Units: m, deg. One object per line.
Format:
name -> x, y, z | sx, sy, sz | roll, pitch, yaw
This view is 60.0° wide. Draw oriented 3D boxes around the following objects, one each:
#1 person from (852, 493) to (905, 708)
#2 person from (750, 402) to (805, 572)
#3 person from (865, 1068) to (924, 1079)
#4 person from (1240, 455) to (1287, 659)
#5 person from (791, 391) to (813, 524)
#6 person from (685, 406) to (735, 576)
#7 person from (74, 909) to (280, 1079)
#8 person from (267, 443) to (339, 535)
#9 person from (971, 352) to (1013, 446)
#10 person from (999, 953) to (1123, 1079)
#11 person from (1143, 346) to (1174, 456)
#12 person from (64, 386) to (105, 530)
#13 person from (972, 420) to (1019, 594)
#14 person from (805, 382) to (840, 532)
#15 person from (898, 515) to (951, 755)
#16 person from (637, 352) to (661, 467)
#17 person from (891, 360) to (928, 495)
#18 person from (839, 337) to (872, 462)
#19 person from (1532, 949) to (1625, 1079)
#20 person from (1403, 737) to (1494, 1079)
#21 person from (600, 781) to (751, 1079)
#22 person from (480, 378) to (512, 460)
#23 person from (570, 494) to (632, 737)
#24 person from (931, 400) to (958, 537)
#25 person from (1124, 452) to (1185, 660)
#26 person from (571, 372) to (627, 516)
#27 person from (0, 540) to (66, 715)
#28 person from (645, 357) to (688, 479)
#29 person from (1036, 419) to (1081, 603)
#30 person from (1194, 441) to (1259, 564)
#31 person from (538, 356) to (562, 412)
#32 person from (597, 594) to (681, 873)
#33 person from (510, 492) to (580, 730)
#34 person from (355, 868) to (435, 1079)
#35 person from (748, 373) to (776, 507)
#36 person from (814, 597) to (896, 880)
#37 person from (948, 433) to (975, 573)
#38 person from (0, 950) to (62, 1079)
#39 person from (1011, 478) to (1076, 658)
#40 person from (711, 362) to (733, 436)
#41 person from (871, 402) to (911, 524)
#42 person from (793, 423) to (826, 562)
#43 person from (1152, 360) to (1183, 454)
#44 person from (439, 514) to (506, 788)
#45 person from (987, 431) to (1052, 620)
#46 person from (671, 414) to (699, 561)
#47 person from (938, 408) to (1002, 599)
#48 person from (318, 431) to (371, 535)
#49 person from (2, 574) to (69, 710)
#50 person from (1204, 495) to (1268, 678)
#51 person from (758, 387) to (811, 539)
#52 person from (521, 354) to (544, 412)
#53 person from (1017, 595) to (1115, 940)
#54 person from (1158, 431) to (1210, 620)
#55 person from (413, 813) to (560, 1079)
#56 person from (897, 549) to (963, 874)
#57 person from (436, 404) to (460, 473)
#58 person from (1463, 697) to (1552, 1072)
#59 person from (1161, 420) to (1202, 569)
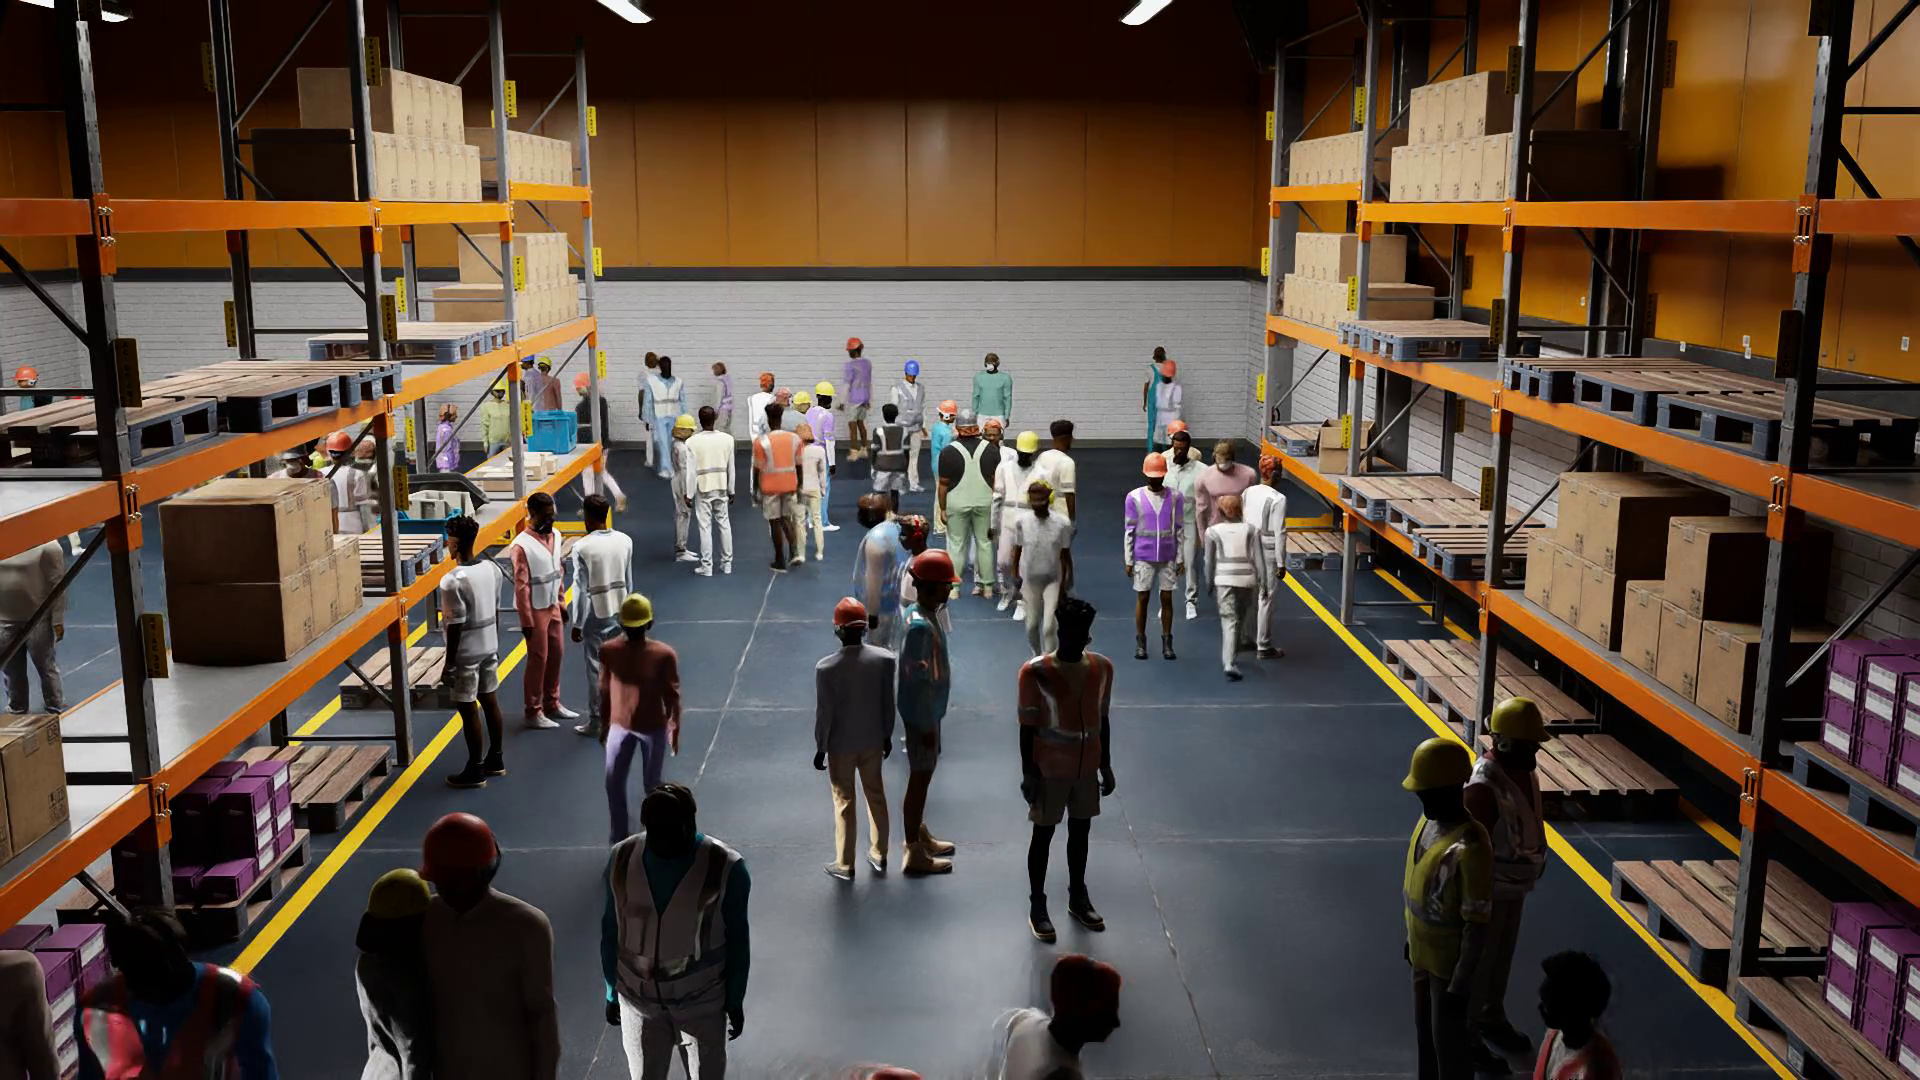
person -> -0.630, 0.513, 13.604 | 0.496, 1.824, 0.630 | 2, 11, 10
person -> -2.088, -0.597, 18.876 | 0.604, 1.941, 0.461 | -8, 14, -34
person -> -0.298, 2.305, 4.887 | 0.811, 1.721, 0.564 | 4, 12, 20
person -> 2.794, 0.151, 15.303 | 0.353, 1.877, 0.573 | -6, 13, -28
person -> -2.056, -1.081, 21.800 | 0.296, 1.744, 0.487 | -7, 13, -31
person -> -2.797, -0.550, 18.711 | 0.595, 1.912, 0.374 | -7, 13, -33
person -> -2.661, 2.081, 5.772 | 0.649, 1.815, 0.694 | -2, 11, -9
person -> -6.098, 0.045, 15.405 | 0.682, 2.000, 0.537 | -3, 12, -15
person -> 0.481, -1.892, 25.377 | 0.632, 1.940, 0.372 | 2, 12, 12
person -> 0.244, 2.161, 5.266 | 0.604, 1.848, 0.603 | -2, 11, -10
person -> 3.291, -2.283, 27.570 | 0.515, 1.844, 0.333 | 1, 11, 5
person -> -11.305, -1.043, 21.341 | 0.566, 1.850, 0.389 | 5, 12, 24
person -> 0.349, -0.350, 17.781 | 0.584, 1.882, 0.339 | -1, 11, -3
person -> -1.754, -1.066, 21.290 | 0.398, 1.920, 0.586 | -8, 14, -34
person -> -0.270, 0.710, 12.599 | 0.388, 1.837, 0.560 | -2, 11, -9
person -> -4.896, -2.083, 26.577 | 0.506, 1.842, 0.348 | -5, 12, -22
person -> -0.729, -1.633, 24.077 | 0.602, 1.938, 0.401 | -8, 14, -36
person -> -1.697, -2.302, 27.202 | 0.424, 2.026, 0.625 | 6, 13, 28
person -> 2.046, 2.184, 5.650 | 0.890, 1.642, 0.548 | 0, 11, 0
person -> 2.037, 1.760, 7.104 | 0.380, 1.921, 0.587 | -1, 11, -6
person -> -1.167, 1.867, 6.791 | 0.621, 1.837, 0.429 | 1, 11, 7
person -> -6.421, -1.374, 23.207 | 0.525, 1.772, 0.306 | -10, 15, -42
person -> -2.792, 0.588, 13.036 | 0.409, 1.907, 0.598 | 7, 13, 32
person -> -0.173, -0.894, 20.877 | 0.354, 1.737, 0.578 | -3, 12, -15
person -> 1.778, 0.149, 15.191 | 0.548, 1.924, 0.387 | -1, 11, -3
person -> -4.818, -1.255, 22.102 | 0.736, 1.972, 0.634 | 7, 13, 30
person -> -7.202, 0.618, 12.807 | 0.627, 1.934, 0.372 | -1, 11, -3
person -> -4.410, -1.834, 25.245 | 0.622, 1.868, 0.971 | -7, 13, -33
person -> 1.018, -0.279, 17.219 | 0.362, 1.963, 0.611 | -7, 13, -31
person -> 2.616, -0.043, 16.213 | 0.686, 1.896, 0.478 | 1, 11, 6
person -> -6.667, -2.078, 26.780 | 0.533, 1.757, 0.336 | 0, 11, -2
person -> -2.011, 1.202, 10.304 | 0.554, 1.748, 0.593 | 1, 11, 5
person -> -3.331, 0.556, 13.195 | 0.404, 1.906, 0.598 | 3, 12, 17
person -> -2.037, 2.048, 6.147 | 0.324, 1.732, 0.495 | -8, 14, -34
person -> -2.667, -1.369, 22.929 | 0.570, 1.876, 0.348 | 7, 13, 31
person -> -0.664, 1.213, 10.270 | 0.570, 1.749, 0.342 | -8, 14, -34
person -> 0.064, -0.470, 18.760 | 0.578, 1.730, 0.579 | 6, 13, 29
person -> -3.383, 2.017, 5.657 | 0.608, 1.987, 0.388 | -8, 14, -33
person -> 0.733, 0.348, 14.412 | 0.569, 1.841, 0.683 | 2, 12, 12
person -> -3.915, -2.140, 27.462 | 0.326, 1.609, 0.623 | 1, 11, 4
person -> -0.848, -0.895, 21.059 | 0.543, 1.673, 0.549 | -4, 12, -20
person -> -1.804, -0.555, 19.439 | 0.507, 1.631, 0.271 | -5, 12, -24
person -> 3.086, -1.739, 24.722 | 0.543, 1.890, 0.563 | -10, 15, -40
person -> -3.496, 0.787, 11.869 | 0.361, 1.964, 0.617 | 4, 12, 18
person -> 0.585, -0.157, 16.771 | 0.675, 1.905, 0.446 | 4, 12, 21
person -> -3.219, -0.611, 19.479 | 0.321, 1.731, 0.491 | -3, 12, -17
person -> 0.087, -0.393, 17.601 | 0.680, 2.000, 0.535 | -2, 11, -10
person -> -6.071, -0.107, 16.427 | 0.545, 1.939, 0.354 | 1, 11, 3
person -> -7.652, 0.438, 13.588 | 0.614, 1.987, 0.408 | -11, 15, -43
person -> 2.449, 0.400, 14.781 | 0.551, 1.581, 0.827 | 0, 11, 0
person -> -2.180, -0.955, 20.759 | 0.651, 1.907, 0.409 | 0, 11, 0
person -> -6.679, -1.997, 25.910 | 0.411, 1.941, 0.598 | 0, 11, -1
person -> 0.608, 1.276, 9.440 | 0.602, 1.959, 0.368 | -5, 12, -25
person -> 2.222, -0.159, 16.763 | 0.590, 1.912, 0.391 | 3, 12, 16
person -> -1.759, 1.934, 6.082 | 0.618, 1.986, 0.408 | 3, 12, 14
person -> -0.186, 1.057, 10.363 | 0.409, 2.033, 0.606 | 1, 11, 3
person -> -6.562, -0.932, 21.347 | 0.313, 1.631, 0.525 | -5, 12, -23
person -> 2.602, 1.631, 8.007 | 0.403, 1.823, 0.596 | 9, 15, 39
person -> 2.461, -0.492, 18.848 | 0.568, 1.743, 0.359 | -6, 13, -27
